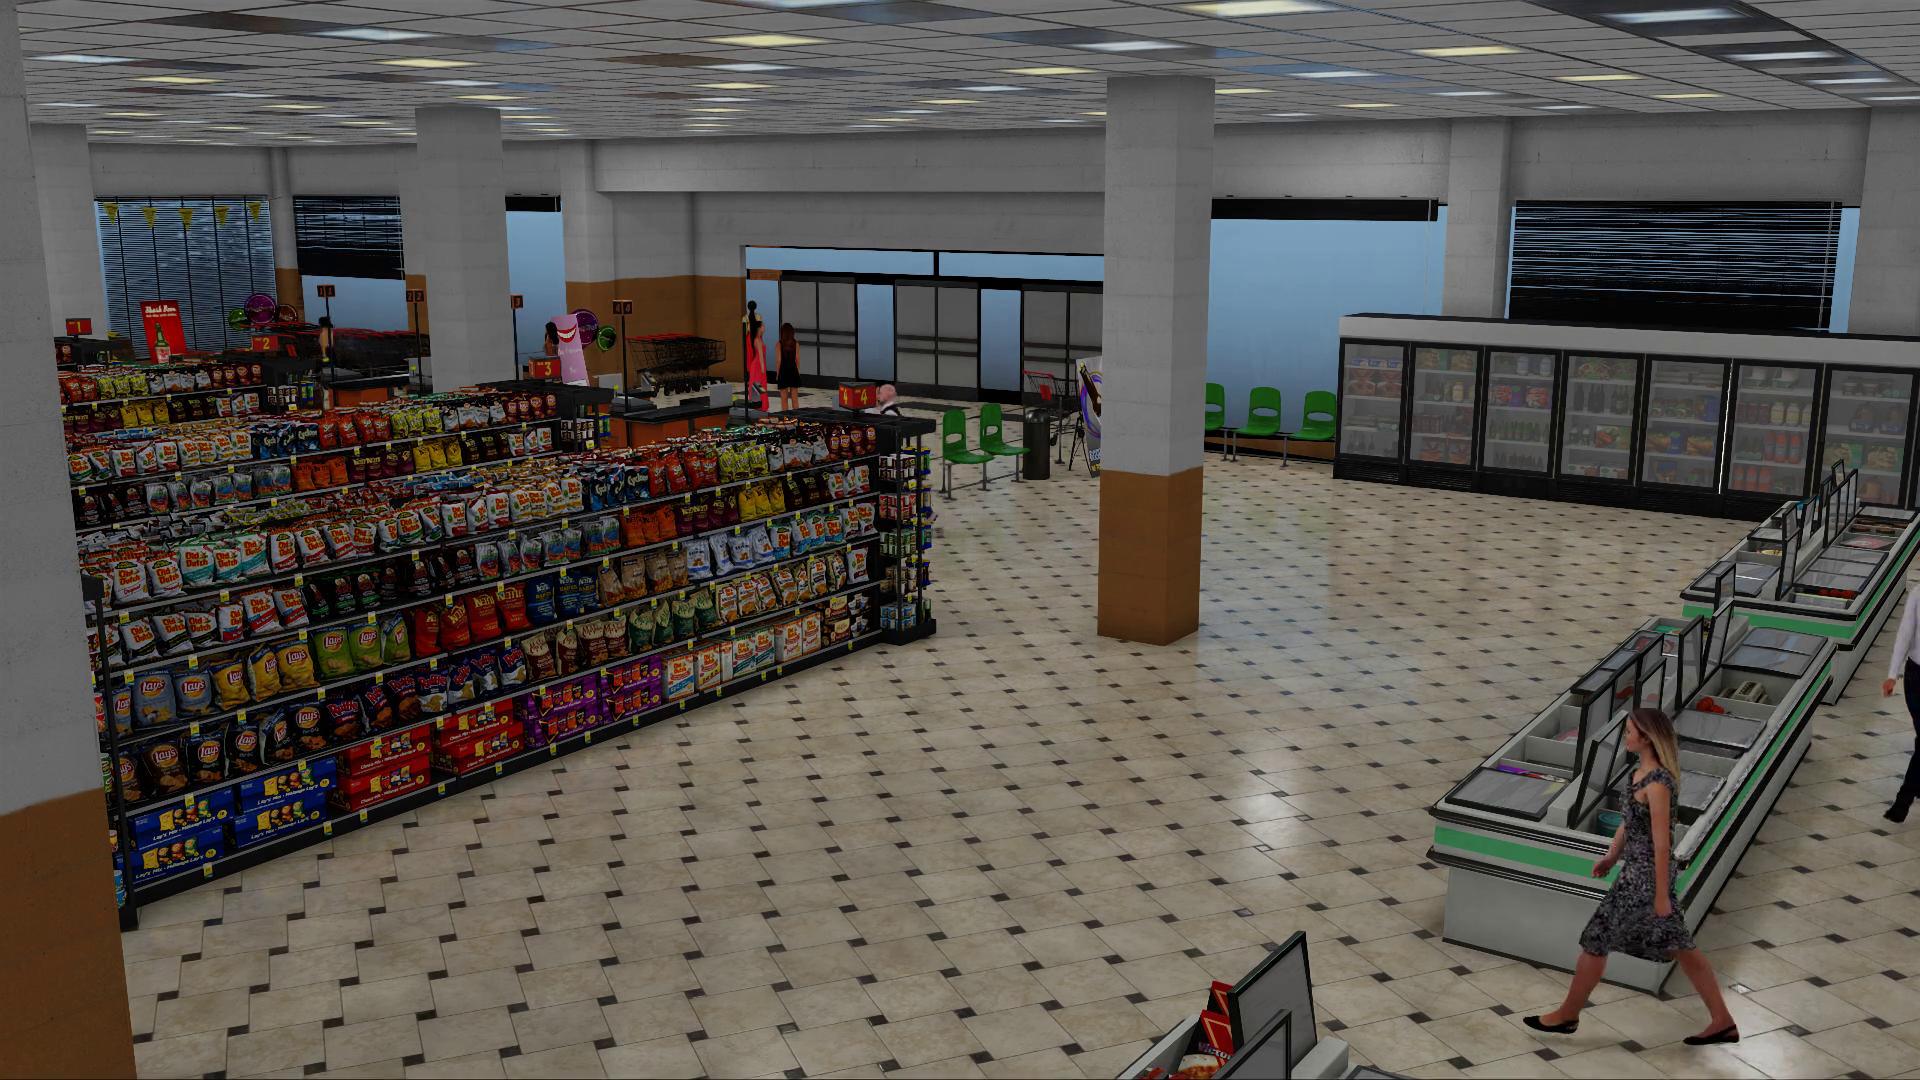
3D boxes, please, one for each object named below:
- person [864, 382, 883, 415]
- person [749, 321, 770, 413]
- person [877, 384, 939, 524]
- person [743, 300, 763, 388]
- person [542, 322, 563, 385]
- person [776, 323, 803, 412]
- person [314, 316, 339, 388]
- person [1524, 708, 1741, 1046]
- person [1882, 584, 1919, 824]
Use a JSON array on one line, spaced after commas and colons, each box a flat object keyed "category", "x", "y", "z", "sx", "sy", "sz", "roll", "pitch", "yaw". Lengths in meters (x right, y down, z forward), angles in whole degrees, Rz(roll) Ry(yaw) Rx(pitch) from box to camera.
[{"category": "person", "x": -1.097, "y": -1.132, "z": 20.823, "sx": 0.728, "sy": 1.684, "sz": 0.594, "roll": 3, "pitch": 12, "yaw": 12}, {"category": "person", "x": -3.638, "y": -3.104, "z": 30.087, "sx": 0.750, "sy": 1.726, "sz": 0.716, "roll": -4, "pitch": 13, "yaw": -19}, {"category": "person", "x": -0.732, "y": -0.897, "z": 19.470, "sx": 1.262, "sy": 1.782, "sz": 1.256, "roll": -1, "pitch": 12, "yaw": -6}, {"category": "person", "x": -4.295, "y": -4.076, "z": 34.541, "sx": 0.632, "sy": 1.793, "sz": 0.736, "roll": -5, "pitch": 13, "yaw": -23}, {"category": "person", "x": -7.540, "y": -3.217, "z": 30.819, "sx": 0.784, "sy": 1.645, "sz": 0.642, "roll": 1, "pitch": 12, "yaw": 7}, {"category": "person", "x": -2.919, "y": -2.765, "z": 28.216, "sx": 0.632, "sy": 1.834, "sz": 0.728, "roll": -5, "pitch": 13, "yaw": -22}, {"category": "person", "x": -12.102, "y": -3.462, "z": 32.044, "sx": 0.935, "sy": 1.620, "sz": 1.034, "roll": 2, "pitch": 12, "yaw": 10}, {"category": "person", "x": 3.325, "y": 1.634, "z": 7.781, "sx": 0.755, "sy": 1.646, "sz": 1.140, "roll": 5, "pitch": 13, "yaw": 23}, {"category": "person", "x": 6.392, "y": 0.898, "z": 10.862, "sx": 1.340, "sy": 1.817, "sz": 0.877, "roll": -10, "pitch": 15, "yaw": -39}]
